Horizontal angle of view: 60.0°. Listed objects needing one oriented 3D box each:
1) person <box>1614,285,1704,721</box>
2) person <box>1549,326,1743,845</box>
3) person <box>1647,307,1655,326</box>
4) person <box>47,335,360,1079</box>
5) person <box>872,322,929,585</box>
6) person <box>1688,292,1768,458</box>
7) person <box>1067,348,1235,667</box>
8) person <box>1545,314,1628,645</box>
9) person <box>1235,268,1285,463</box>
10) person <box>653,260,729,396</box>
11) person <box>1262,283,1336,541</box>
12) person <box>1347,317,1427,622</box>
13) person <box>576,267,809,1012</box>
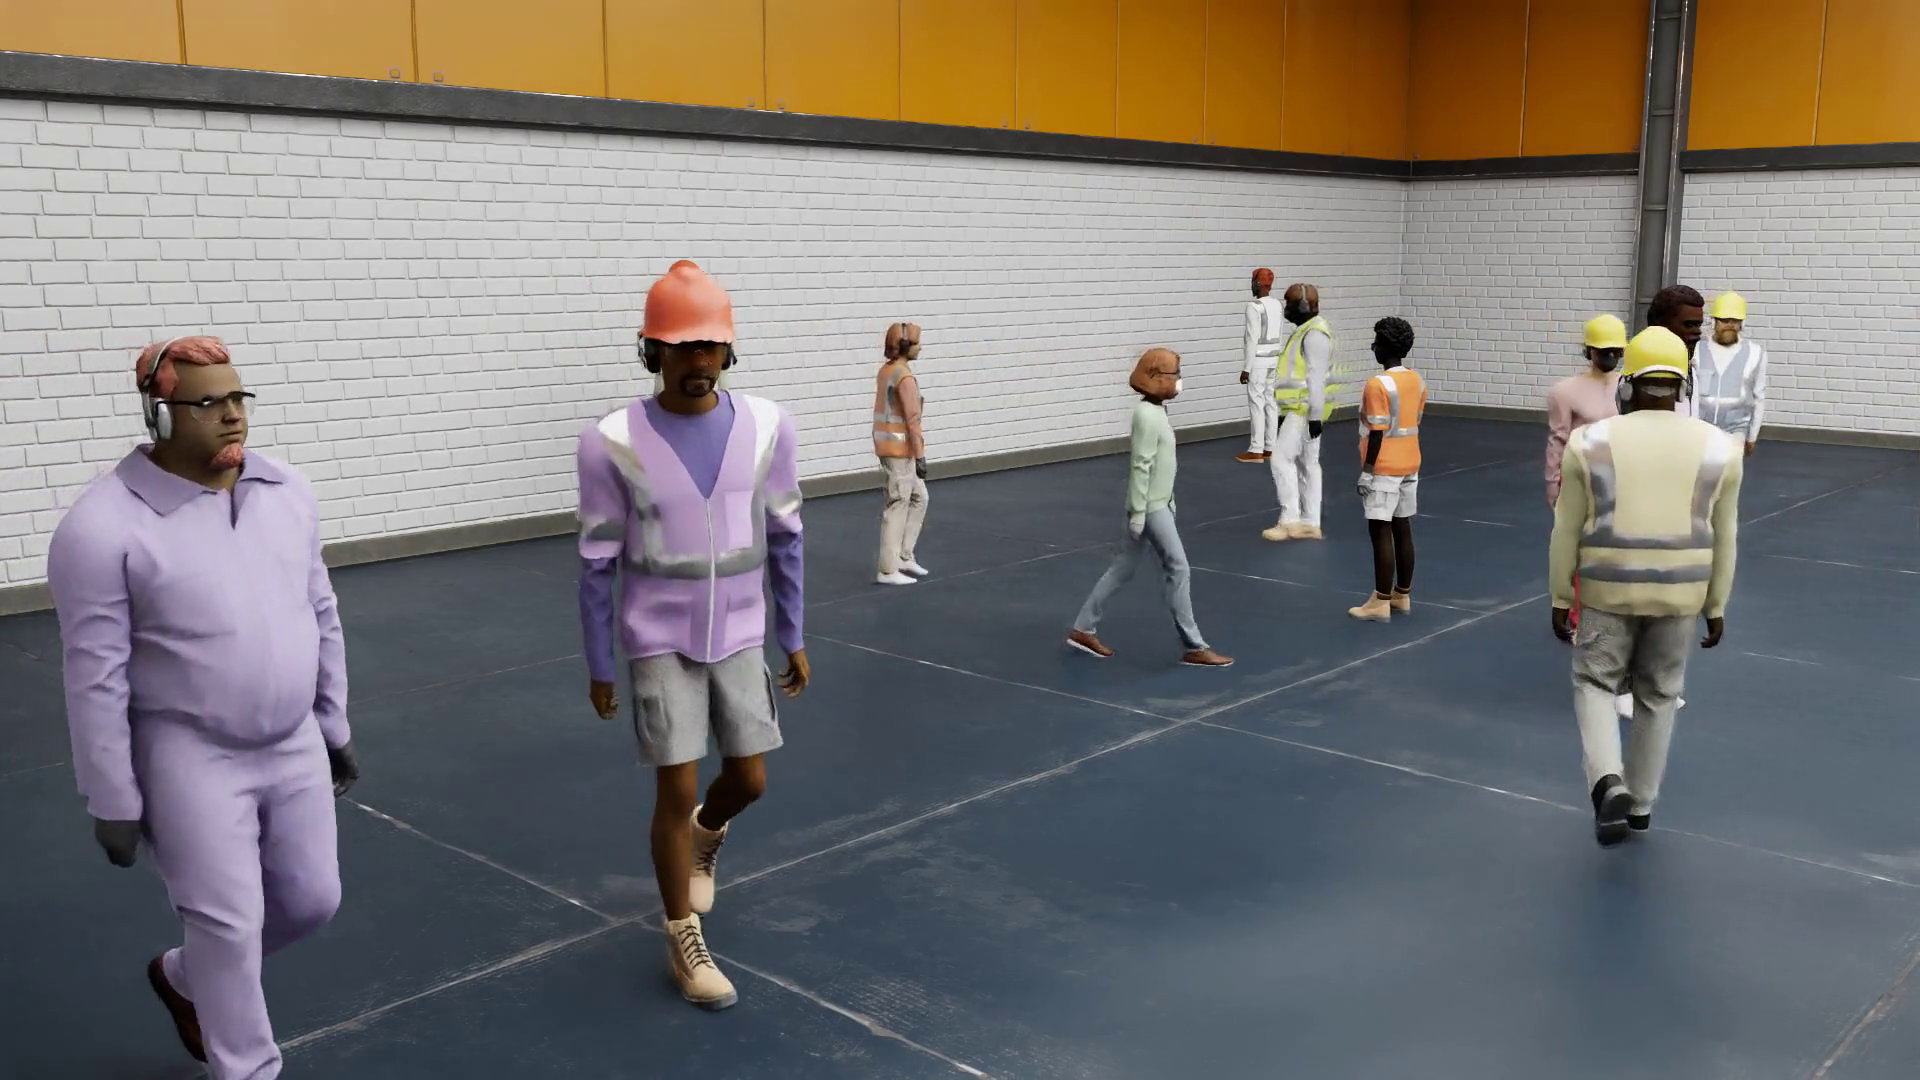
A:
[{"bbox_3d":[3.059,-0.168,7.390,0.370,1.915,0.596,9,13,42],"label":"person"},{"bbox_3d":[2.330,0.185,5.684,0.602,1.818,0.610,3,10,14],"label":"person"},{"bbox_3d":[5.468,-1.047,13.121,0.524,1.661,0.811,-2,10,-9],"label":"person"},{"bbox_3d":[-1.703,0.476,3.793,0.672,1.891,0.657,5,11,26],"label":"person"},{"bbox_3d":[-0.312,-0.525,10.256,0.503,1.621,0.538,-3,10,-15],"label":"person"},{"bbox_3d":[5.096,-0.774,11.234,0.591,1.790,0.940,4,11,24],"label":"person"},{"bbox_3d":[0.930,-0.166,8.304,0.839,1.593,0.511,2,10,9],"label":"person"},{"bbox_3d":[3.309,-0.321,8.749,0.540,1.742,0.598,-1,10,-6],"label":"person"},{"bbox_3d":[2.920,-1.692,16.159,0.345,1.882,0.584,9,13,41],"label":"person"},{"bbox_3d":[-1.845,-0.903,11.347,0.382,1.993,0.622,9,13,41],"label":"person"},{"bbox_3d":[2.346,-0.900,11.816,0.603,1.825,0.666,1,10,5],"label":"person"},{"bbox_3d":[2.389,-0.392,9.291,0.315,1.696,0.541,9,13,41],"label":"person"},{"bbox_3d":[-0.757,0.253,4.668,0.638,2.030,0.686,-5,11,-26],"label":"person"}]
